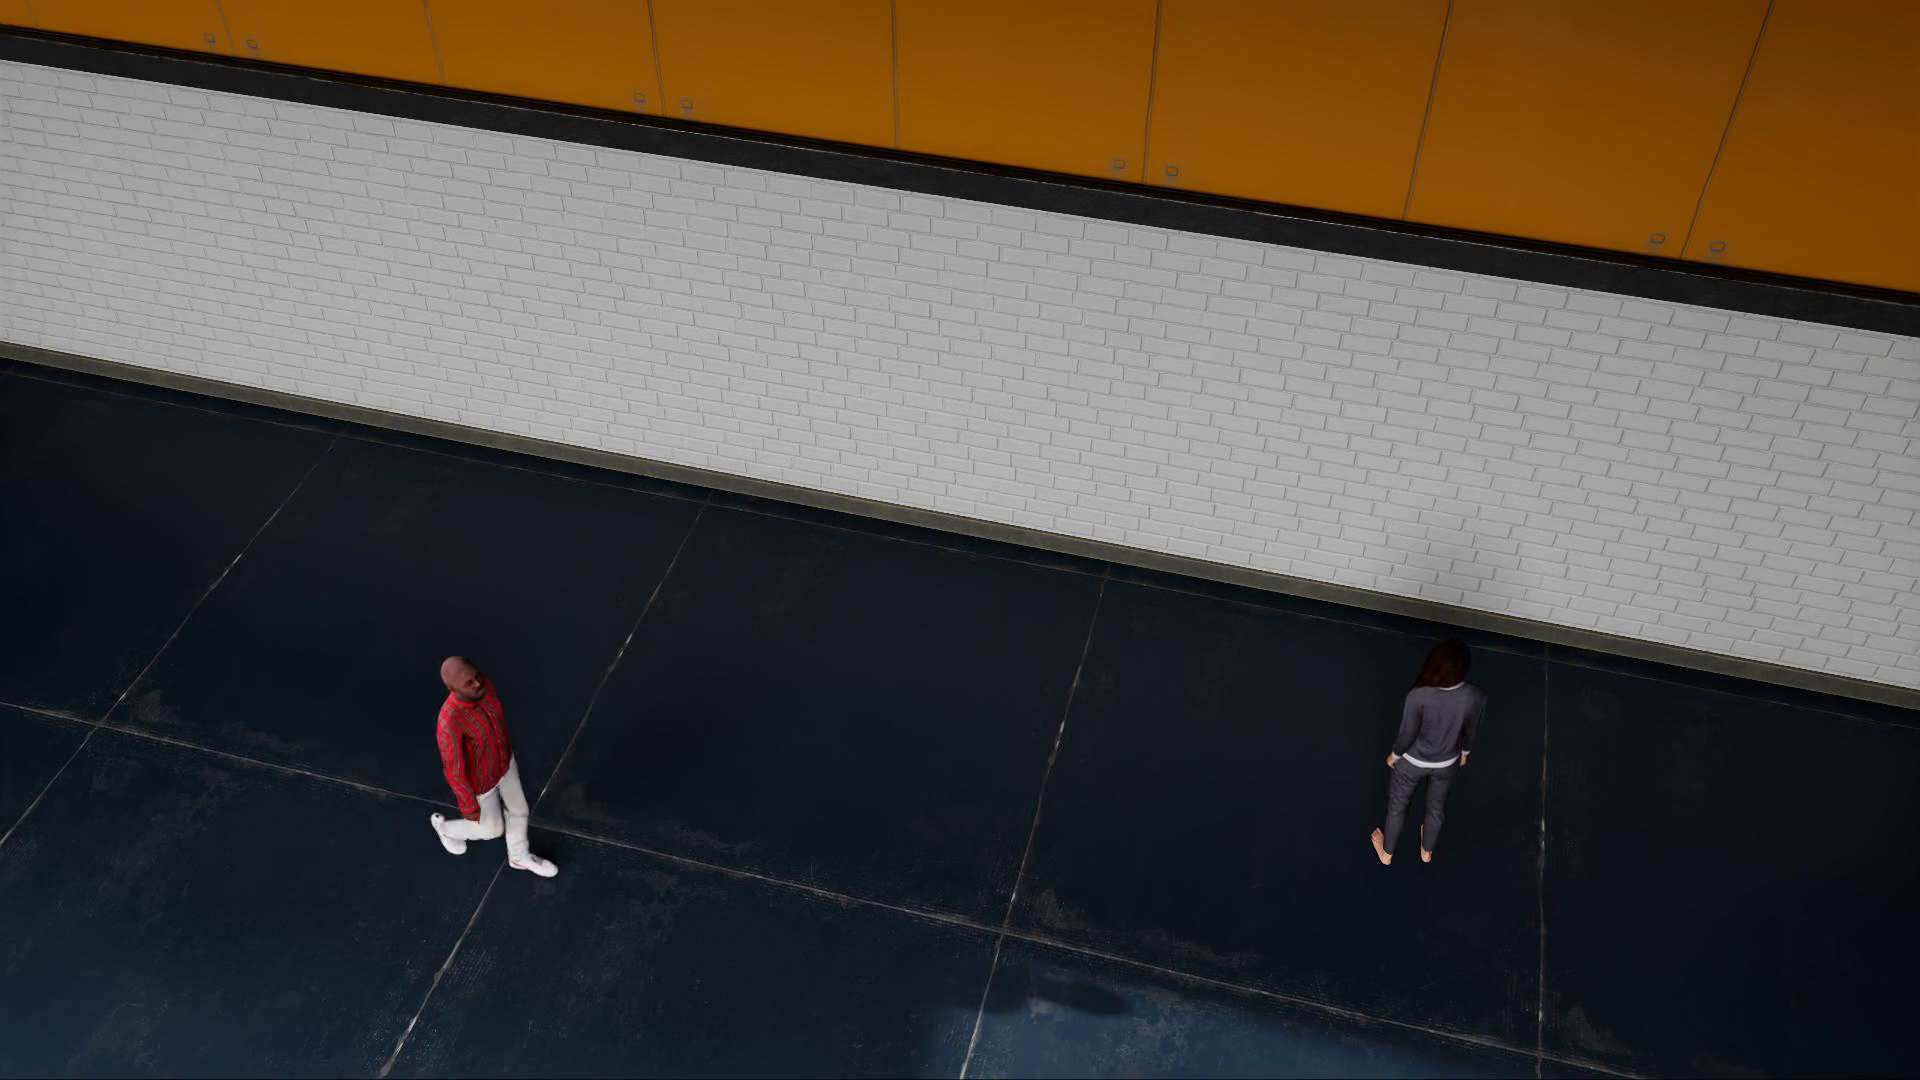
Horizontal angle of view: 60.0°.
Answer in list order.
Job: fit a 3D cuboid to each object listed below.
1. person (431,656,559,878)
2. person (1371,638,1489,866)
[{"bbox_3d":[-2.742,1.266,9.317,0.751,1.803,0.908,13,45,13],"label":"person"},{"bbox_3d":[2.653,1.215,9.396,0.673,1.770,0.618,-2,44,-2],"label":"person"}]
